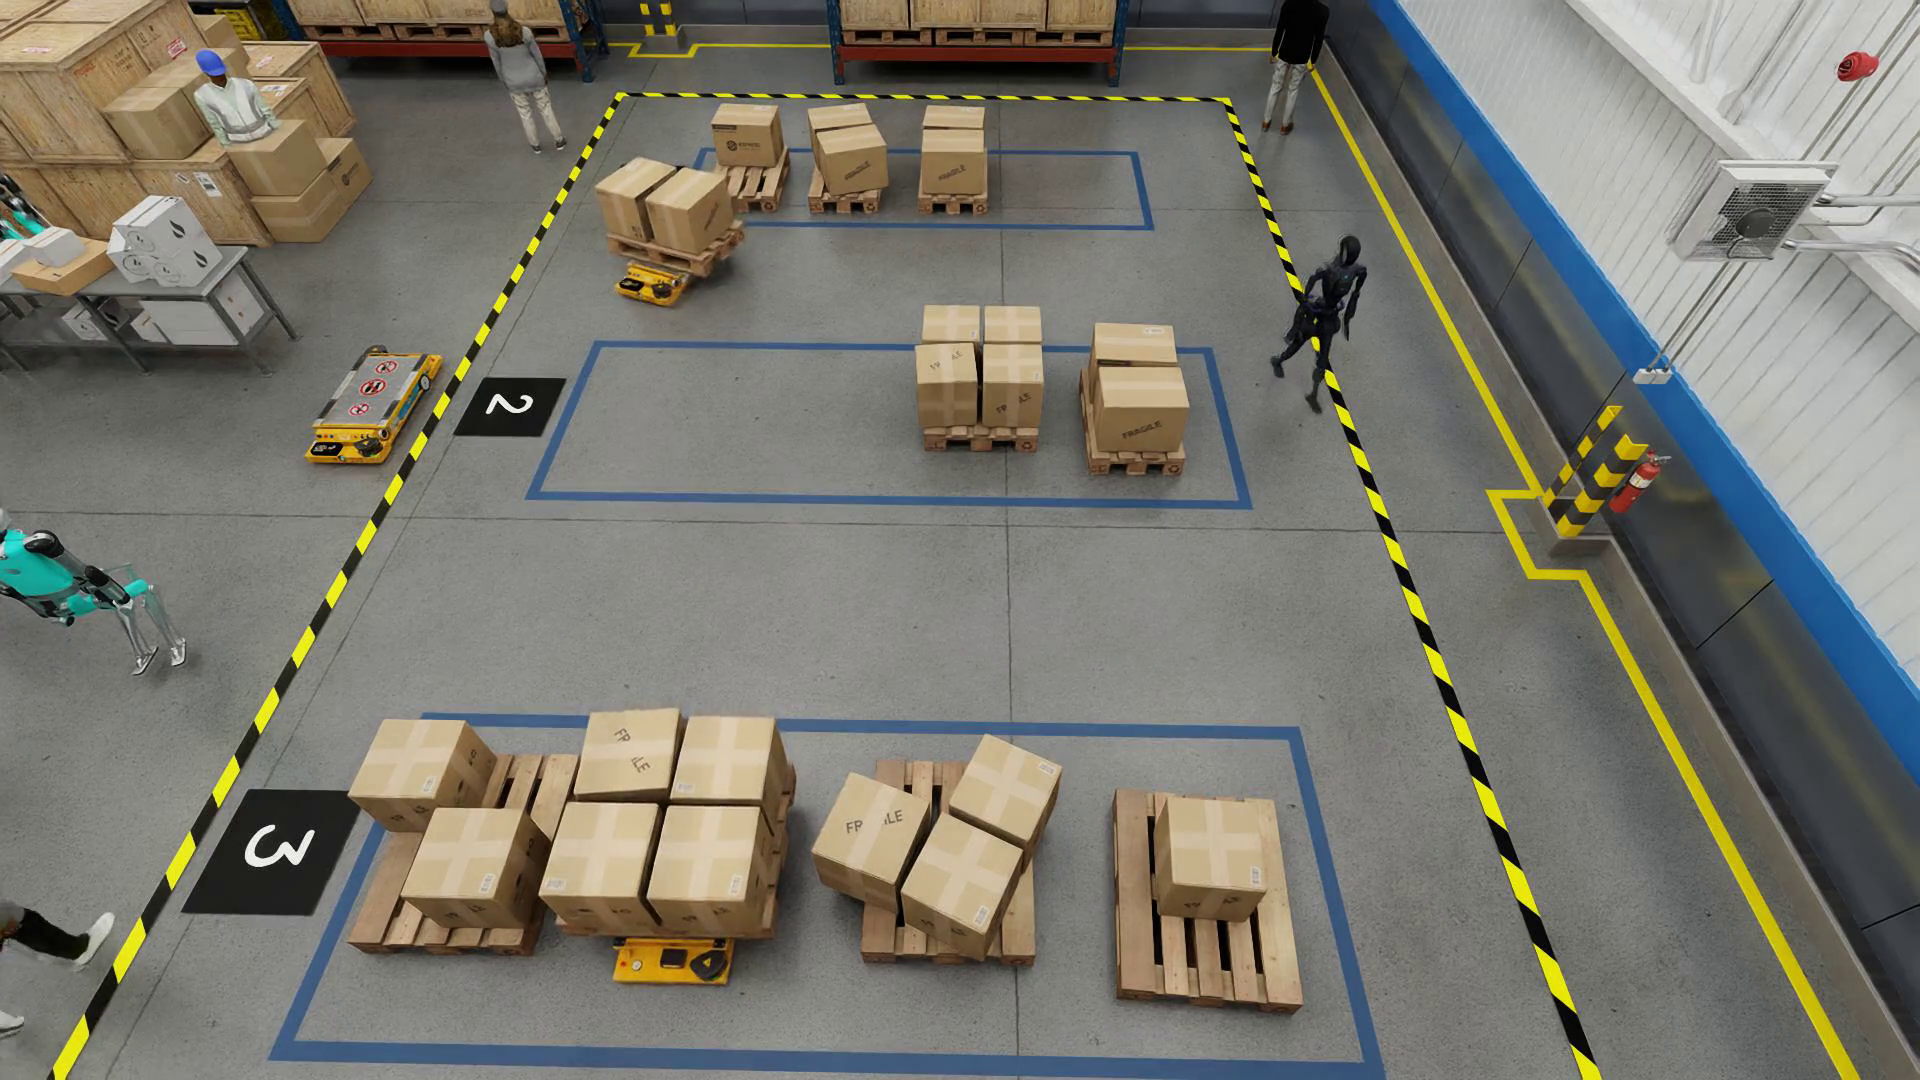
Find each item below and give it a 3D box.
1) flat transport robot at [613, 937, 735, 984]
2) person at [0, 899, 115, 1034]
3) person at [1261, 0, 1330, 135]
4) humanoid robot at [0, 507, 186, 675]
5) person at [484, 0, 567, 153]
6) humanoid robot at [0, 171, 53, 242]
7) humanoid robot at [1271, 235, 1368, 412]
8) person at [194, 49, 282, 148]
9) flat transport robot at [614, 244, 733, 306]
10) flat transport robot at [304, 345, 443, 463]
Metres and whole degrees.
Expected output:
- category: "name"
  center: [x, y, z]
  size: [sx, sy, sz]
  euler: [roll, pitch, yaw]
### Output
- category: "flat transport robot"
  center: [-1.658, 1.962, 5.689]
  size: [0.652, 0.197, 1.431]
  euler: [1, 50, 1]
- category: "person"
  center: [-5.209, 1.982, 4.666]
  size: [0.595, 1.833, 0.673]
  euler: [0, 50, 0]
- category: "person"
  center: [4.170, -6.043, 11.422]
  size: [0.590, 1.883, 0.377]
  euler: [22, 53, 17]
- category: "humanoid robot"
  center: [-5.811, 0.251, 6.102]
  size: [0.533, 1.681, 0.735]
  euler: [-11, 51, -10]
- category: "person"
  center: [-5.289, -5.603, 11.124]
  size: [0.572, 1.768, 0.398]
  euler: [-13, 51, -11]
- category: "humanoid robot"
  center: [-9.233, -3.090, 9.068]
  size: [0.853, 1.854, 0.551]
  euler: [19, 52, 15]
- category: "humanoid robot"
  center: [3.197, -1.973, 8.145]
  size: [0.584, 1.628, 0.780]
  euler: [-8, 50, -7]
- category: "person"
  center: [-7.594, -4.277, 9.894]
  size: [0.602, 1.939, 0.412]
  euler: [-33, 57, -25]
- category: "flat transport robot"
  center: [-3.058, -3.078, 9.954]
  size: [0.652, 0.197, 1.431]
  euler: [18, 52, 15]
- category: "flat transport robot"
  center: [-5.383, -1.269, 8.441]
  size: [0.659, 0.231, 1.431]
  euler: [1, 50, 1]
